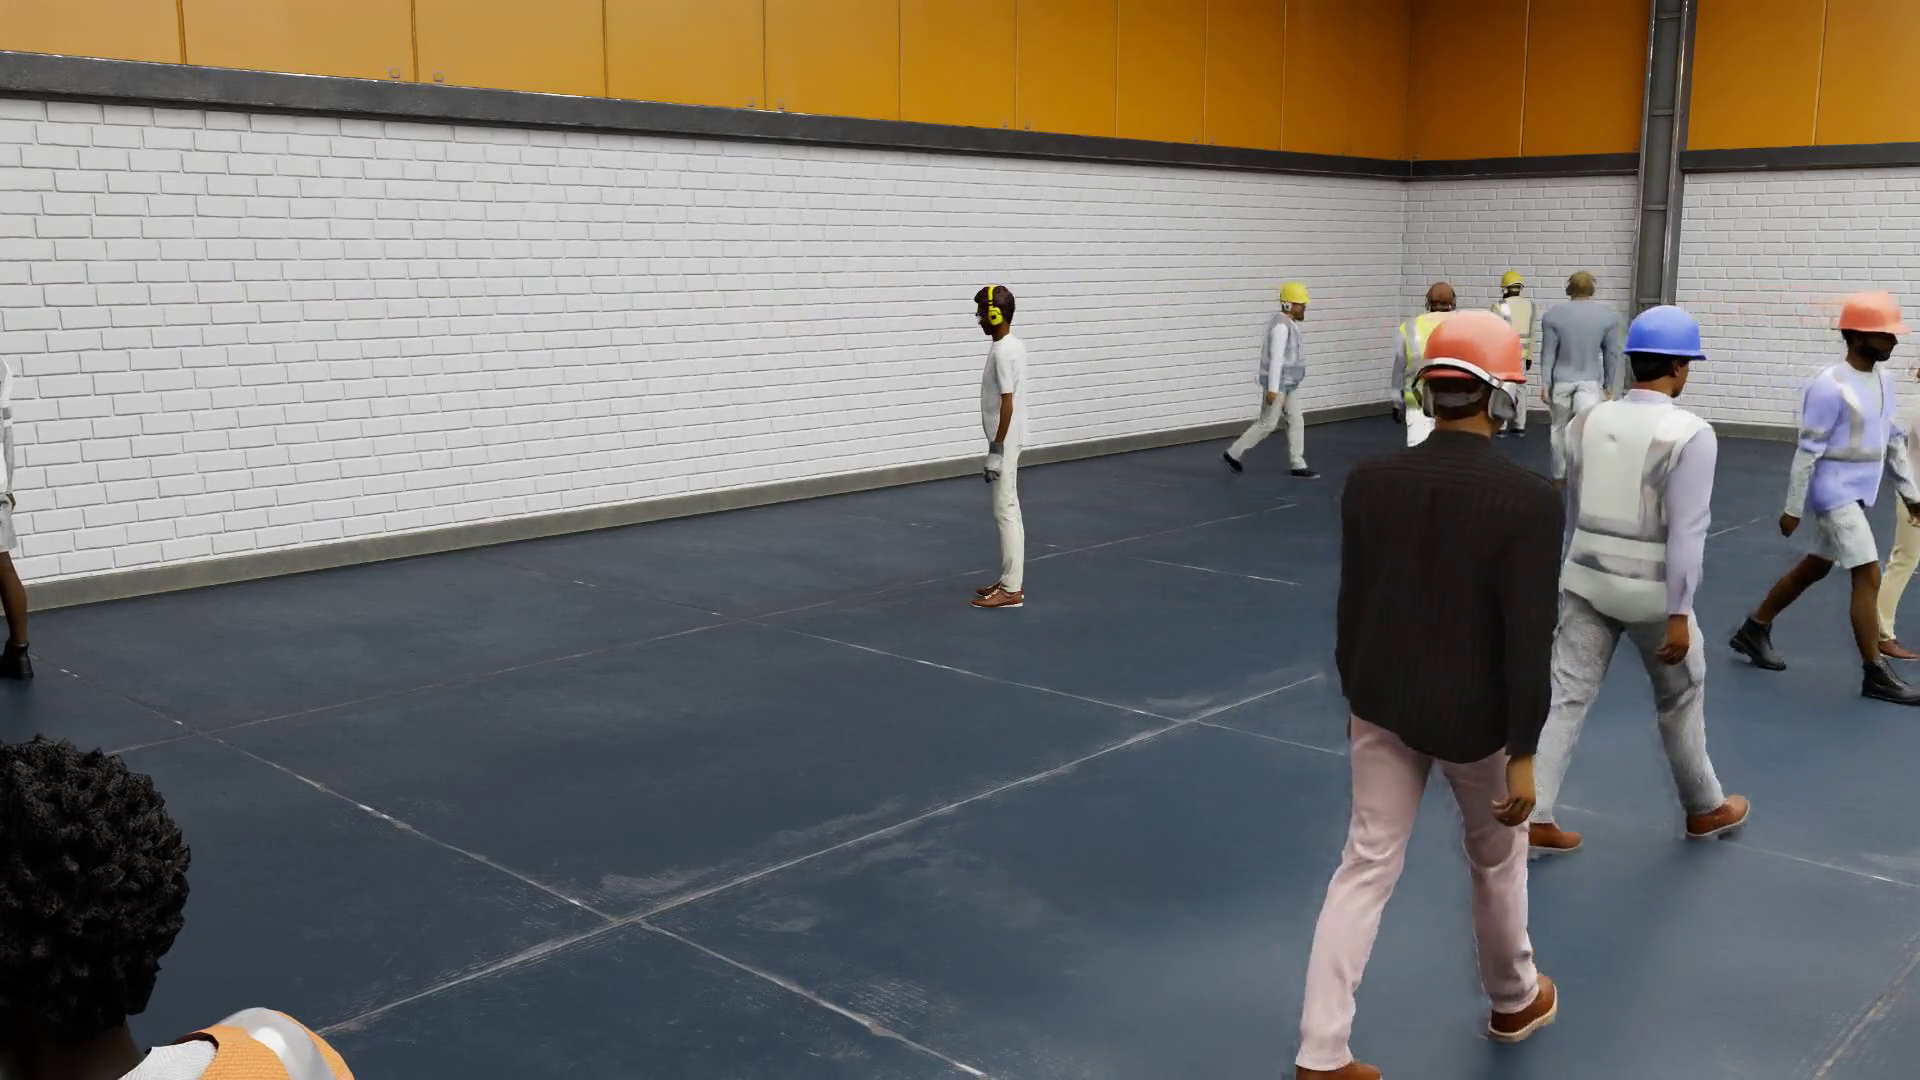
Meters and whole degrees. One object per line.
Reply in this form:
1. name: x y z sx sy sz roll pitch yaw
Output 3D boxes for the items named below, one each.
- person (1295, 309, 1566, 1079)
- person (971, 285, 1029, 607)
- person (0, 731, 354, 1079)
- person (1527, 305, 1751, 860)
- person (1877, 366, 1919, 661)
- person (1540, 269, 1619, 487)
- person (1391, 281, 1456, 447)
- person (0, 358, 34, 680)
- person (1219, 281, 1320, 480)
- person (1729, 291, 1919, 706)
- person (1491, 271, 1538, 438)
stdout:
1. person: 1.169 0.409 4.087 0.626 1.934 1.049 9 14 43
2. person: 0.229 -0.536 9.638 0.328 1.865 0.521 2 10 9
3. person: -0.701 0.993 1.430 0.320 1.694 0.532 3 11 19
4. person: 2.302 0.153 5.669 1.020 1.885 0.624 -5 11 -28
5. person: 4.909 -0.170 8.251 0.670 1.610 0.533 9 14 43
6. person: 5.251 -1.336 14.108 0.639 1.910 0.924 2 10 9
7. person: 3.565 -1.015 12.483 0.645 1.826 0.443 2 10 12
8. person: -4.679 -0.247 7.790 0.374 1.934 0.548 3 10 14
9. person: 2.802 -1.430 14.959 0.837 1.791 0.631 4 11 22
10. person: 4.115 -0.227 7.840 0.543 1.896 1.005 -8 13 -38
11. person: 6.034 -2.037 18.279 0.601 1.827 0.403 -4 11 -20
